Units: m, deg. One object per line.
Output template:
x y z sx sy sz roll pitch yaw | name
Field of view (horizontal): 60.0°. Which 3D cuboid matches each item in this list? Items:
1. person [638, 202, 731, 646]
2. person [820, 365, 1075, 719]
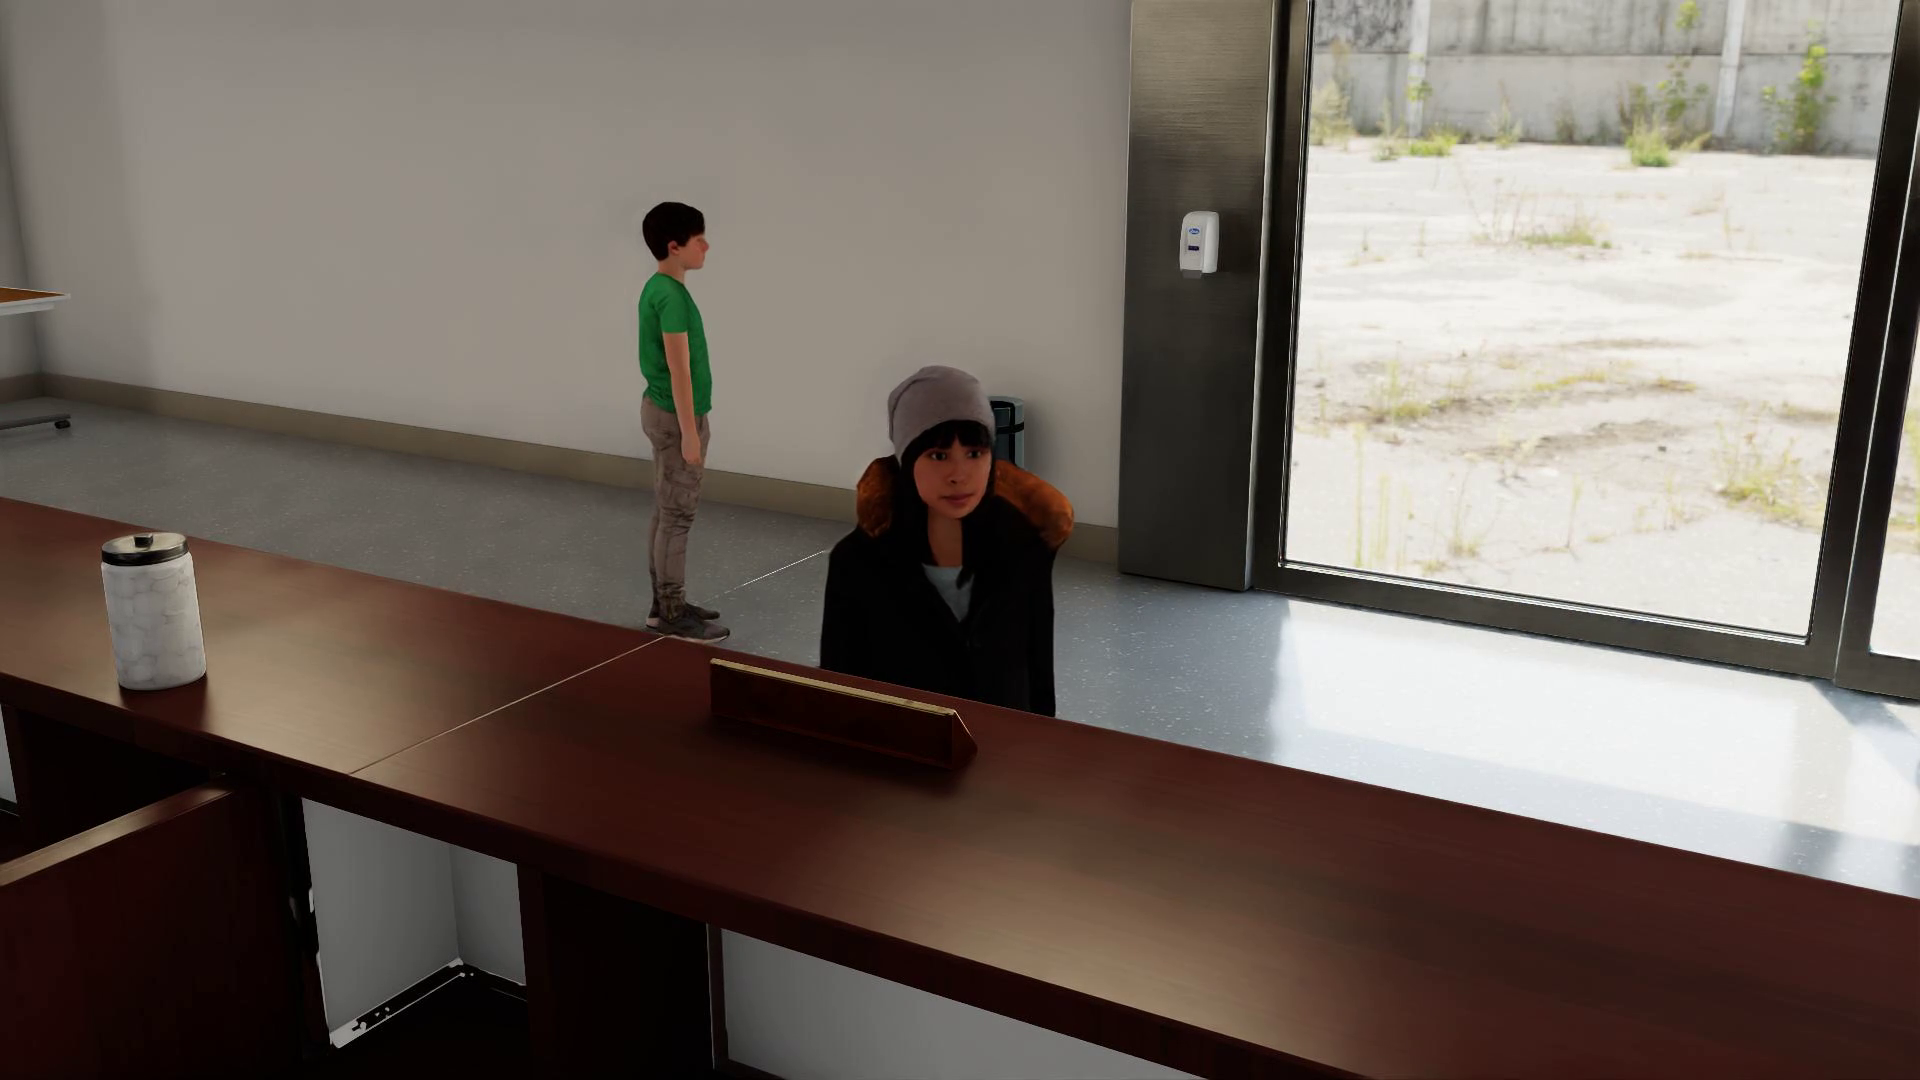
-1.085 -0.442 6.274 0.727 1.651 0.664 -4 16 -13 | person
-0.029 0.491 2.991 0.738 1.635 0.805 -5 17 -17 | person
